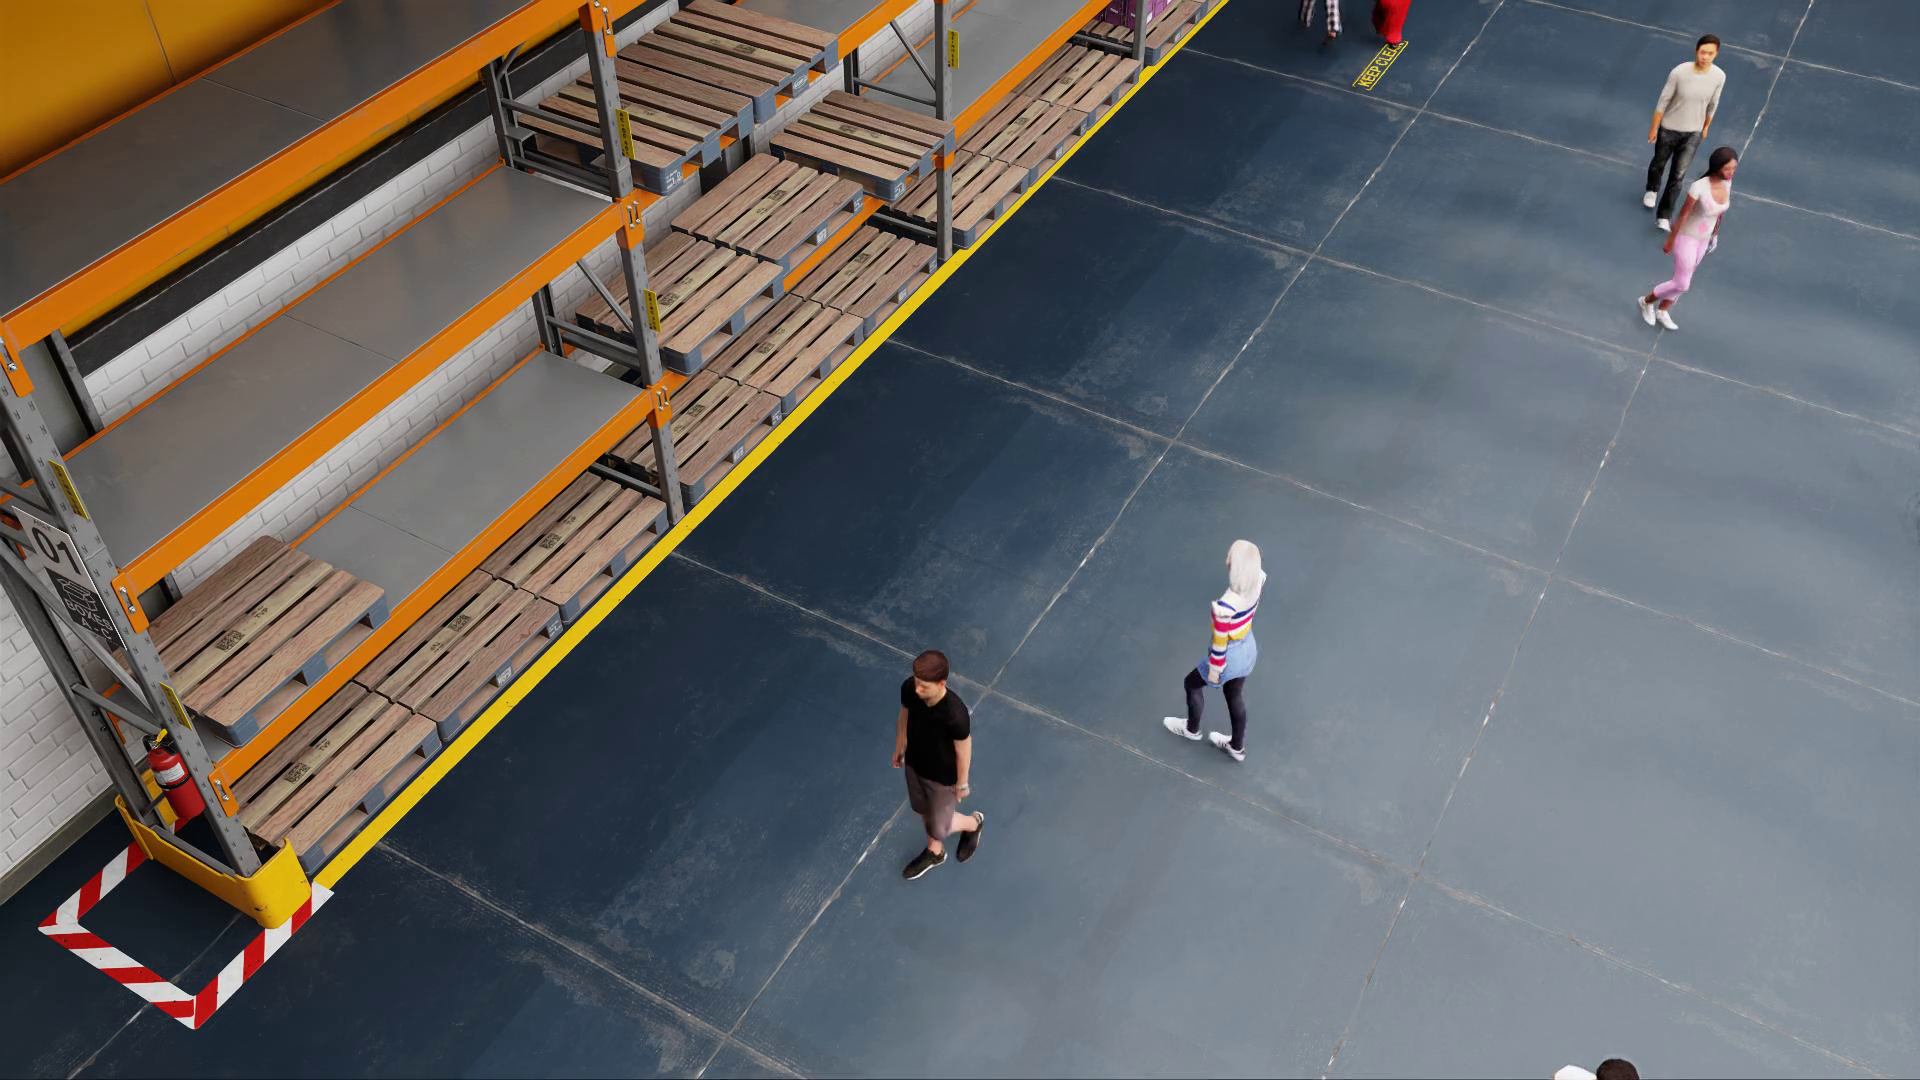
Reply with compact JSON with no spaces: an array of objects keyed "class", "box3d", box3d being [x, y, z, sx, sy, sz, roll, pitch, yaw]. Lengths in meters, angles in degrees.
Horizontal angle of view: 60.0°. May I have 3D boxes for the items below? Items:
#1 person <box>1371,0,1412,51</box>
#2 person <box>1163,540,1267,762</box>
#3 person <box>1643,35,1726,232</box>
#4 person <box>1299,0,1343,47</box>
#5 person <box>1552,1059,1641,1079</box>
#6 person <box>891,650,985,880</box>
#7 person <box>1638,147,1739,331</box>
[{"class":"person","box3d":[4.599,-6.001,17.323,0.787,1.772,0.847,-2,44,-2]},{"class":"person","box3d":[1.730,0.739,10.234,0.825,1.791,0.801,32,52,29]},{"class":"person","box3d":[6.464,-3.739,14.950,0.842,1.770,1.156,11,45,11]},{"class":"person","box3d":[3.879,-6.069,17.367,1.019,1.809,1.193,-4,44,-4]},{"class":"person","box3d":[2.928,2.950,7.917,0.692,1.786,0.635,33,53,30]},{"class":"person","box3d":[-0.081,1.260,9.644,0.901,1.851,0.805,-33,53,-30]},{"class":"person","box3d":[5.951,-2.510,13.689,0.721,1.731,0.791,-24,48,-23]}]
